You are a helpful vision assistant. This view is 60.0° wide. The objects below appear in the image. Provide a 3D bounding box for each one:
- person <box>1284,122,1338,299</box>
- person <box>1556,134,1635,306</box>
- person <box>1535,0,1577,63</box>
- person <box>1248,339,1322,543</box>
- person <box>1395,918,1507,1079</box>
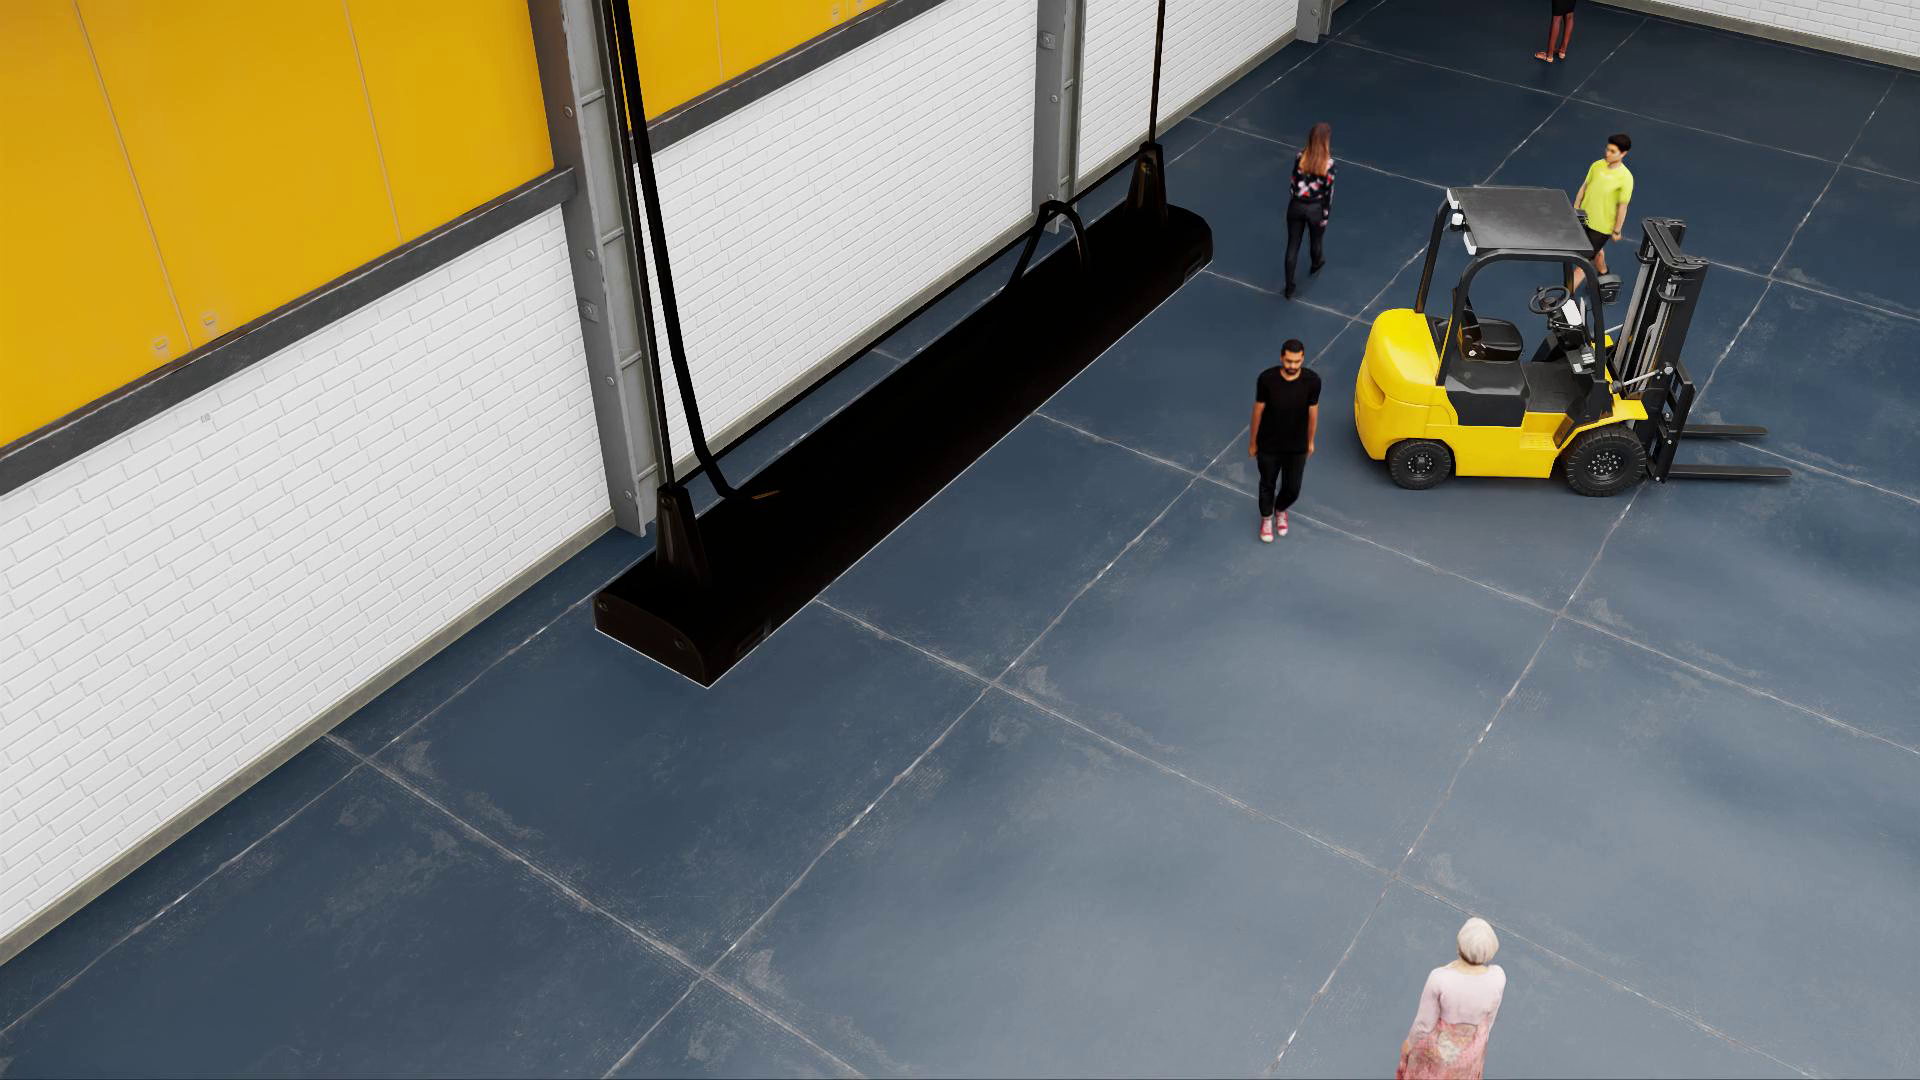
[{"bbox_3d":[3.174,-3.004,15.331,0.663,1.650,0.992,18,42,21],"label":"person"},{"bbox_3d":[5.893,-2.946,15.241,1.194,1.671,0.989,-16,41,-19],"label":"person"},{"bbox_3d":[7.200,-6.549,19.713,0.603,1.720,0.743,-19,42,-22],"label":"person"},{"bbox_3d":[2.416,-0.791,12.478,0.761,1.752,0.775,4,39,6],"label":"person"},{"bbox_3d":[2.470,2.520,8.382,0.700,1.690,0.751,-4,39,-5],"label":"person"}]
